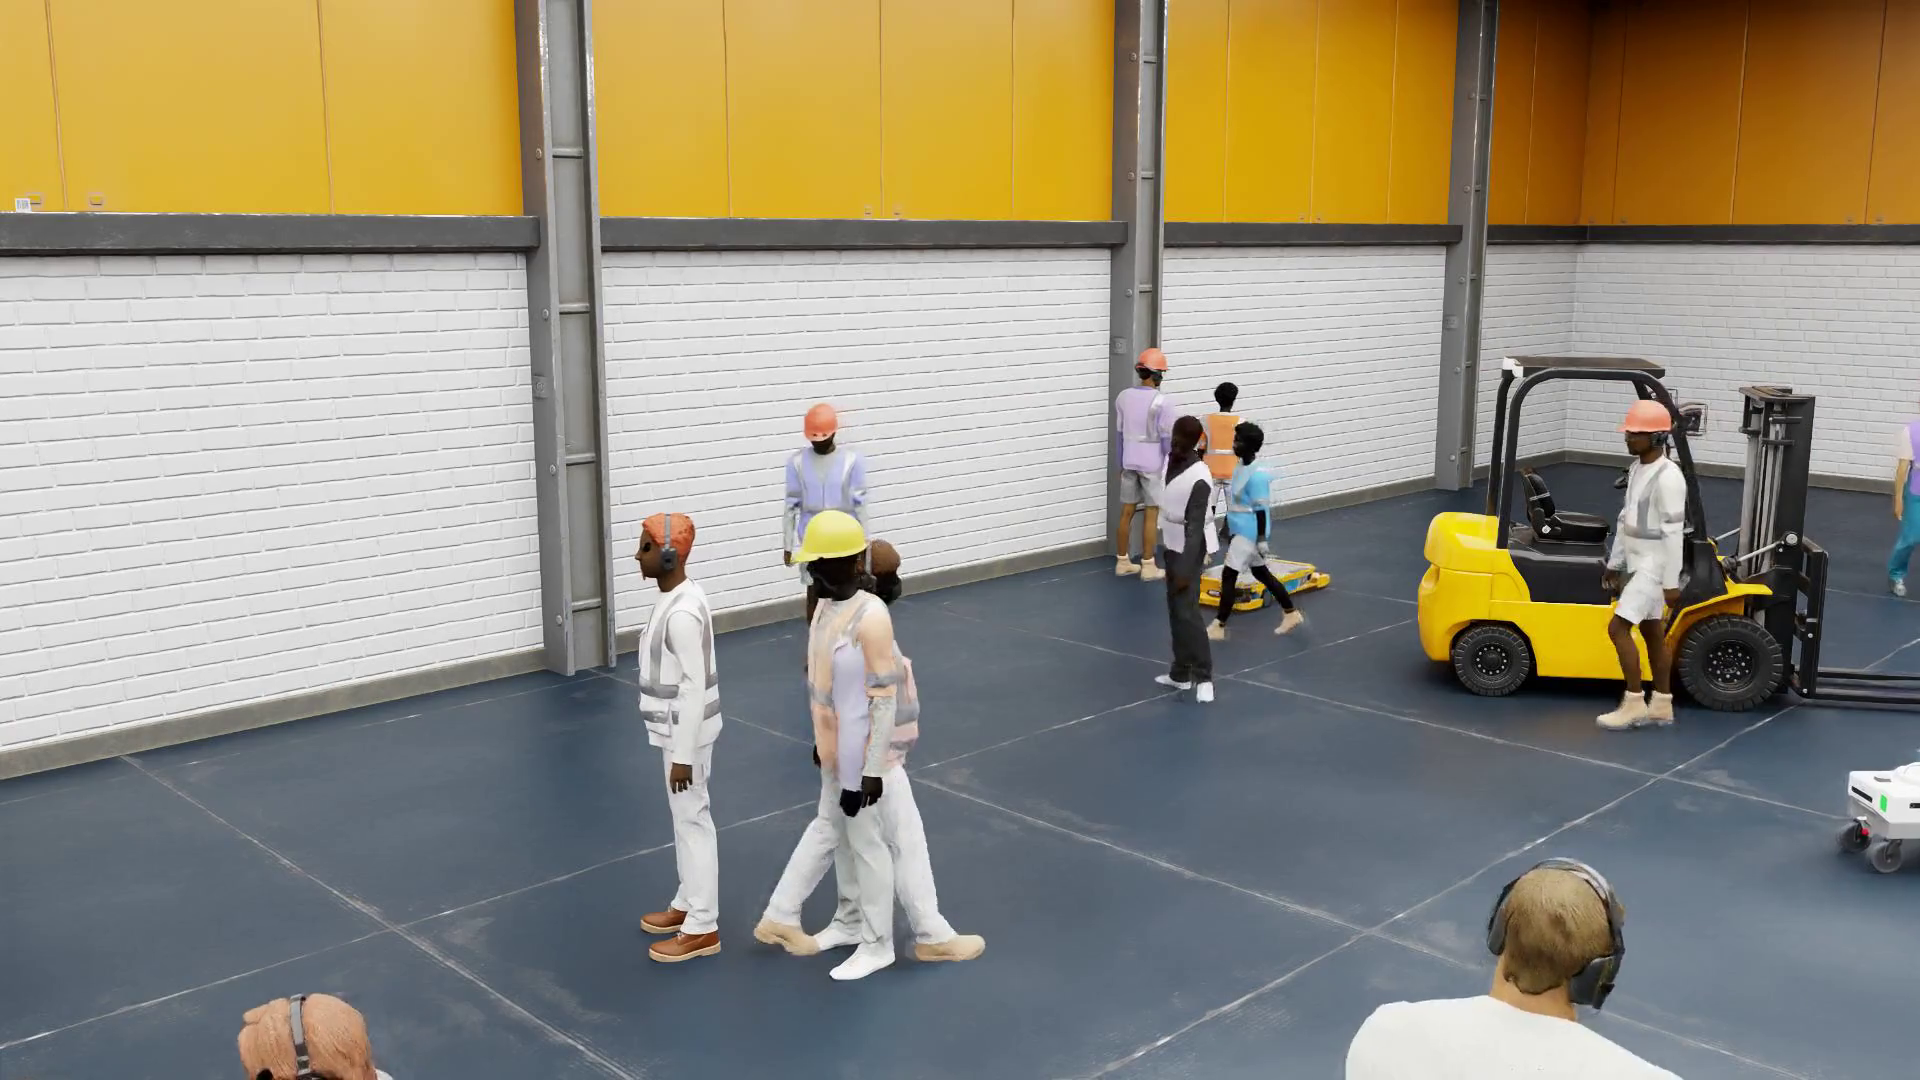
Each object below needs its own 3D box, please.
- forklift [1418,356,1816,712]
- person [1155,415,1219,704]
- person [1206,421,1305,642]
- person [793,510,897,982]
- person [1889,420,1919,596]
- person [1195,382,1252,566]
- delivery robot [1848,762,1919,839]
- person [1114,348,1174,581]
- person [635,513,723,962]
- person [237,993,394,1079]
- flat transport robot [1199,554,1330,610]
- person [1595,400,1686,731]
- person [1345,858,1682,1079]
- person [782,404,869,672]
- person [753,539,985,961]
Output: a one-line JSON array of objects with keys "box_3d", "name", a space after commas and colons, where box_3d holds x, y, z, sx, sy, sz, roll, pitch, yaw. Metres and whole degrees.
[{"box_3d": [4.276, -0.101, 11.076, 2.313, 2.155, 1.214, 2, 11, 13], "name": "forklift"}, {"box_3d": [1.491, 0.103, 10.870, 0.372, 1.878, 0.684, -2, 11, -8], "name": "person"}, {"box_3d": [2.192, -0.066, 12.352, 0.865, 1.659, 0.532, 0, 10, -1], "name": "person"}, {"box_3d": [-0.472, 0.826, 6.755, 0.386, 1.922, 0.594, -5, 12, -26], "name": "person"}, {"box_3d": [7.892, -0.359, 13.550, 0.581, 1.808, 0.935, 1, 10, 8], "name": "person"}, {"box_3d": [2.386, -0.586, 15.095, 0.535, 1.691, 0.318, 3, 11, 18], "name": "person"}, {"box_3d": [4.658, 1.244, 7.962, 0.707, 0.478, 0.477, 0, 10, -1], "name": "delivery robot"}, {"box_3d": [1.640, -0.662, 14.595, 0.417, 2.035, 0.607, -10, 14, -44], "name": "person"}, {"box_3d": [-1.174, 0.814, 6.940, 0.361, 1.883, 0.574, -2, 11, -12], "name": "person"}, {"box_3d": [-1.154, 1.625, 3.225, 0.442, 1.614, 0.545, -2, 11, -11], "name": "person"}, {"box_3d": [2.458, 0.342, 13.906, 0.652, 0.197, 1.431, 9, 13, 40], "name": "flat transport robot"}, {"box_3d": [4.115, 0.162, 10.098, 0.670, 2.024, 0.614, 2, 11, 10], "name": "person"}, {"box_3d": [0.989, 1.514, 3.060, 0.642, 1.914, 0.483, 7, 12, 32], "name": "person"}, {"box_3d": [-0.916, -0.002, 11.380, 0.603, 1.883, 0.530, 1, 10, 5], "name": "person"}, {"box_3d": [-0.419, 0.874, 6.856, 0.948, 1.805, 0.630, -2, 11, -9], "name": "person"}]
